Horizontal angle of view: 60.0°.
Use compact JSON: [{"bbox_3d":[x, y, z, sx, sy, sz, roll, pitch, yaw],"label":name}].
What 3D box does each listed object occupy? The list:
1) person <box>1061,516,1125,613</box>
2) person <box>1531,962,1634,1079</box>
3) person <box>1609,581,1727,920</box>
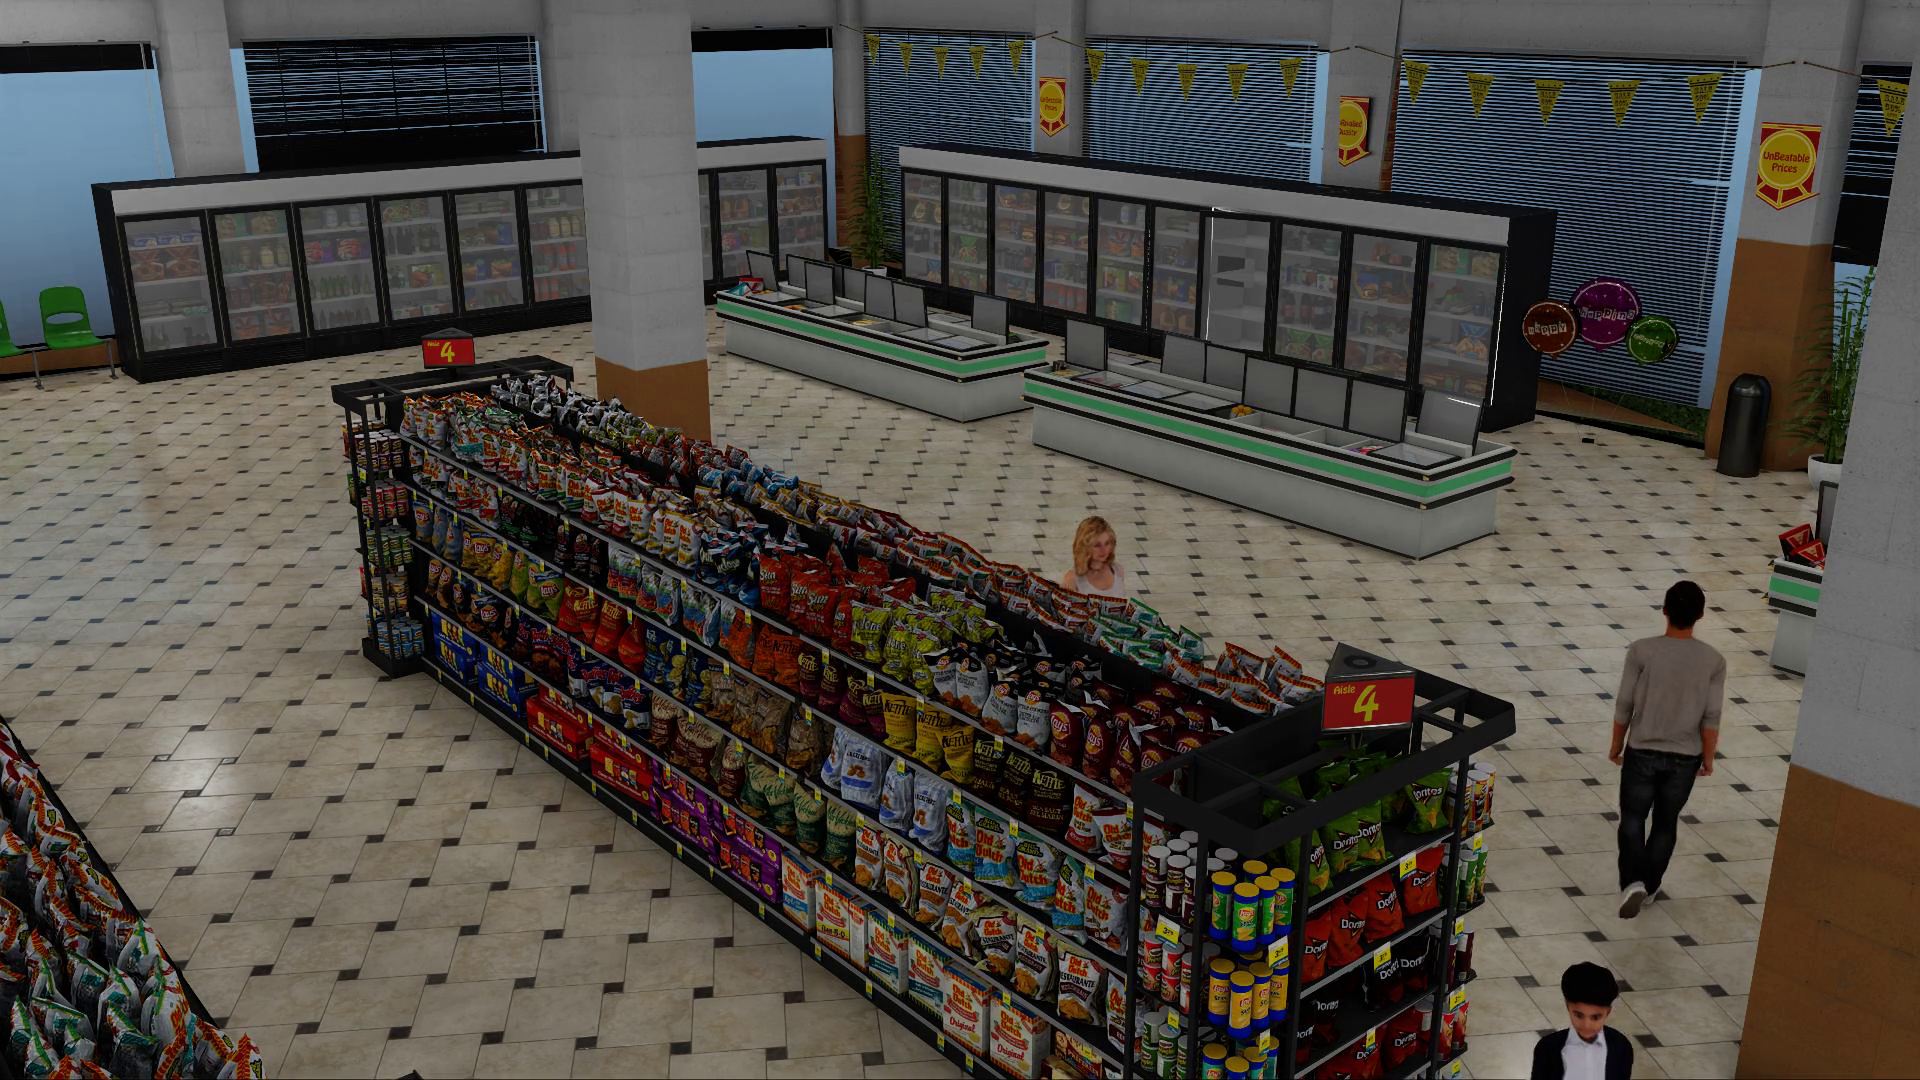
[{"bbox_3d":[0.771,0.630,10.020,0.683,1.656,0.829,-10,21,-28],"label":"person"},{"bbox_3d":[2.334,2.117,6.308,0.751,1.210,0.775,5,19,14],"label":"person"},{"bbox_3d":[3.551,1.110,8.386,1.004,1.789,0.984,7,20,19],"label":"person"}]
